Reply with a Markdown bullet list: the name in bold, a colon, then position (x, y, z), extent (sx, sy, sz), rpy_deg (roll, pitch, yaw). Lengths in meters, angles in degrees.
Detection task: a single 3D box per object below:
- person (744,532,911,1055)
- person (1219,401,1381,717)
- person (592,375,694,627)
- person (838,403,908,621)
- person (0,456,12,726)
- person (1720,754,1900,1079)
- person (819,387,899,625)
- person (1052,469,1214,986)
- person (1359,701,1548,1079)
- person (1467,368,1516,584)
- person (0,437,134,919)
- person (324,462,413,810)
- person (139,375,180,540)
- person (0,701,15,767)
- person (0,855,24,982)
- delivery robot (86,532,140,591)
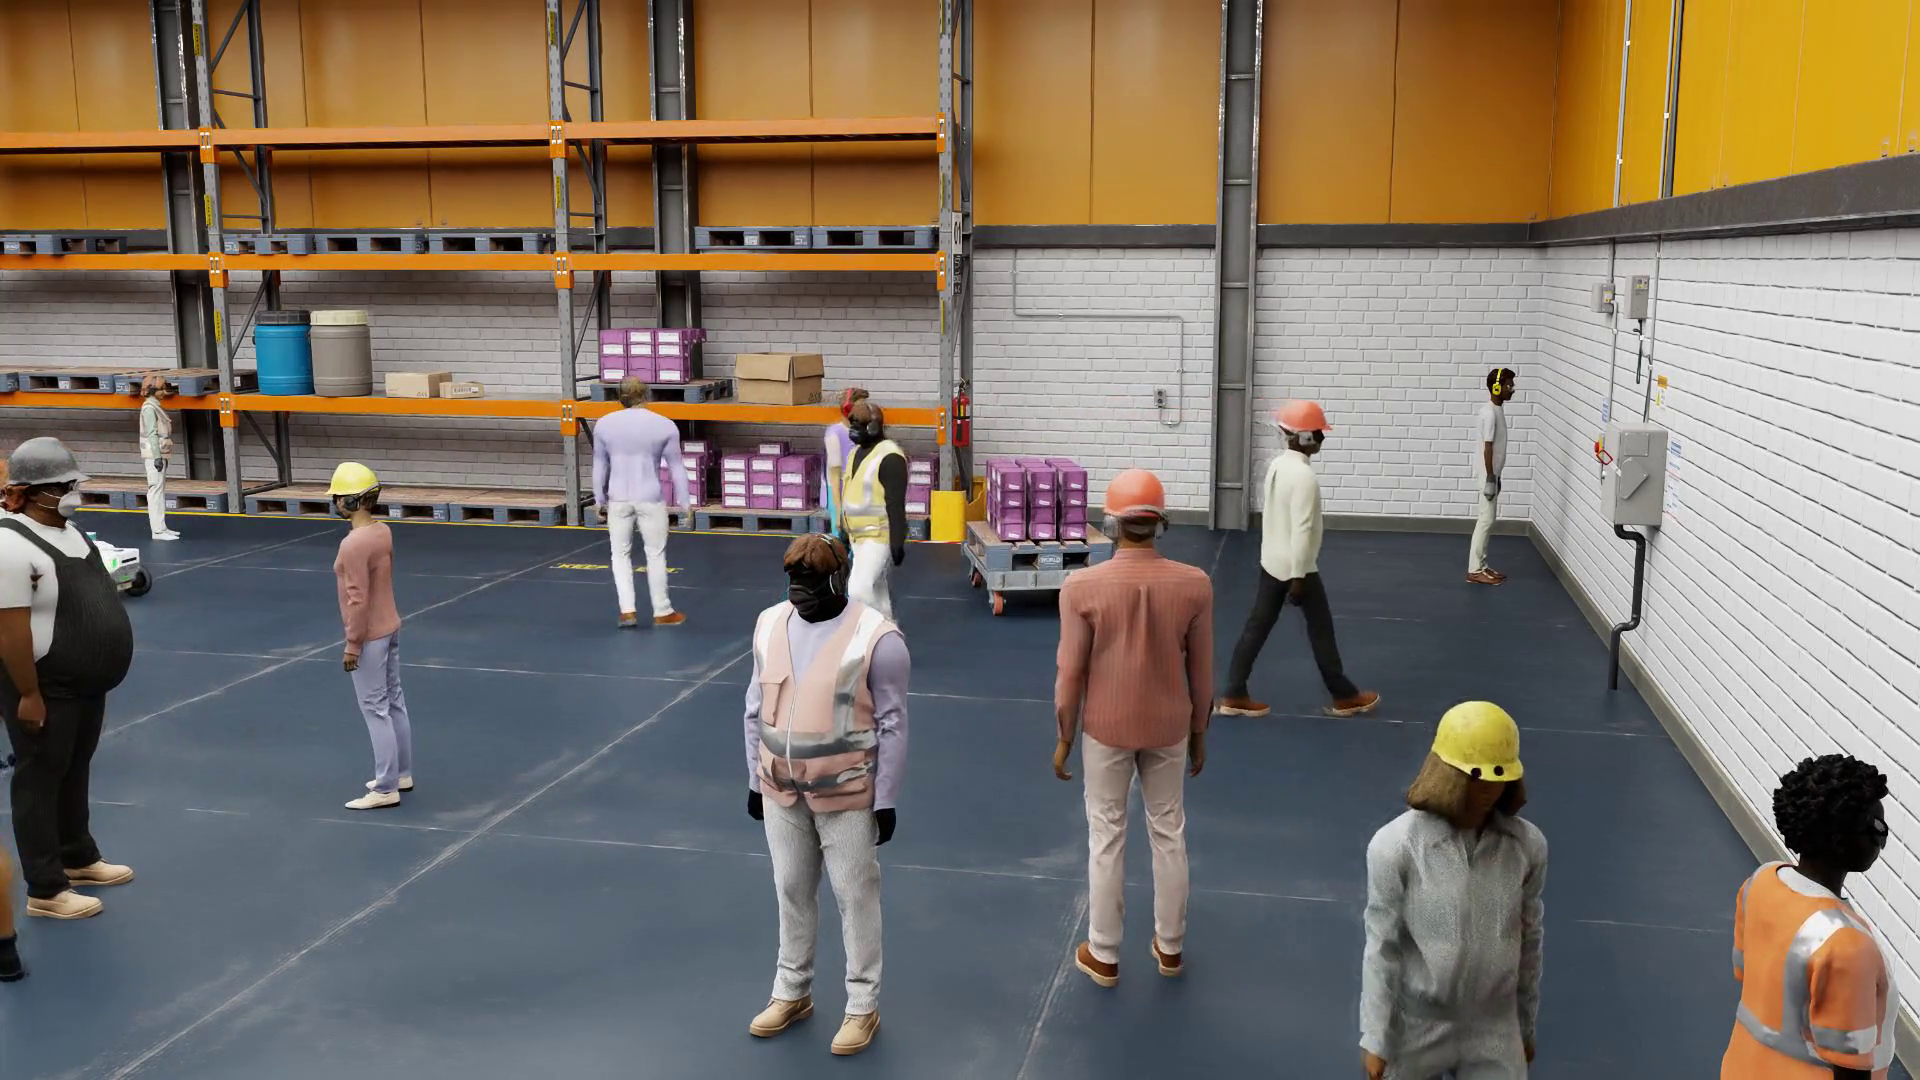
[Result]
- **person**: position (-0.495, 0.882, 5.872), extent (0.633, 1.843, 0.429), rpy_deg (5, 11, 26)
- **person**: position (2.047, 0.127, 10.063), extent (1.014, 1.940, 0.637), rpy_deg (-2, 10, -12)
- **person**: position (-2.386, -0.272, 12.492), extent (0.761, 1.922, 0.358), rpy_deg (0, 10, 1)
- **person**: position (-0.678, -0.008, 11.198), extent (0.638, 1.819, 0.650), rpy_deg (-5, 11, -27)
- **person**: position (-5.722, 0.294, 9.969), extent (0.507, 1.631, 0.266), rpy_deg (9, 13, 43)
- **person**: position (1.913, 1.309, 3.772), extent (0.318, 1.697, 0.535), rpy_deg (0, 10, 3)
- **person**: position (-0.869, -0.245, 12.584), extent (0.743, 1.824, 0.604), rpy_deg (4, 10, 23)
- **person**: position (0.659, 0.720, 6.420), extent (0.620, 1.984, 0.424), rpy_deg (-1, 10, -8)
- **person**: position (1.239, 1.215, 4.312), extent (0.504, 1.715, 0.768), rpy_deg (-1, 10, -7)
- **person**: position (4.582, -0.546, 14.305), extent (0.329, 1.858, 0.503), rpy_deg (4, 10, 20)
- **person**: position (-3.832, 0.569, 7.137), extent (0.537, 2.000, 0.675), rpy_deg (-1, 10, -5)
- **person**: position (-3.021, 0.484, 8.451), extent (0.328, 1.767, 0.531), rpy_deg (0, 10, 0)
- **person**: position (-7.970, -0.813, 16.516), extent (0.307, 1.638, 0.511), rpy_deg (-4, 10, -22)
- **person**: position (-5.273, 0.322, 8.950), extent (0.552, 1.921, 0.551), rpy_deg (-1, 10, -5)
- **person**: position (-3.959, 0.789, 6.292), extent (0.672, 1.898, 0.559), rpy_deg (2, 10, 11)
- **delivery robot**: position (-7.075, 0.181, 13.547), extent (0.707, 0.478, 0.477), rpy_deg (2, 10, 11)
